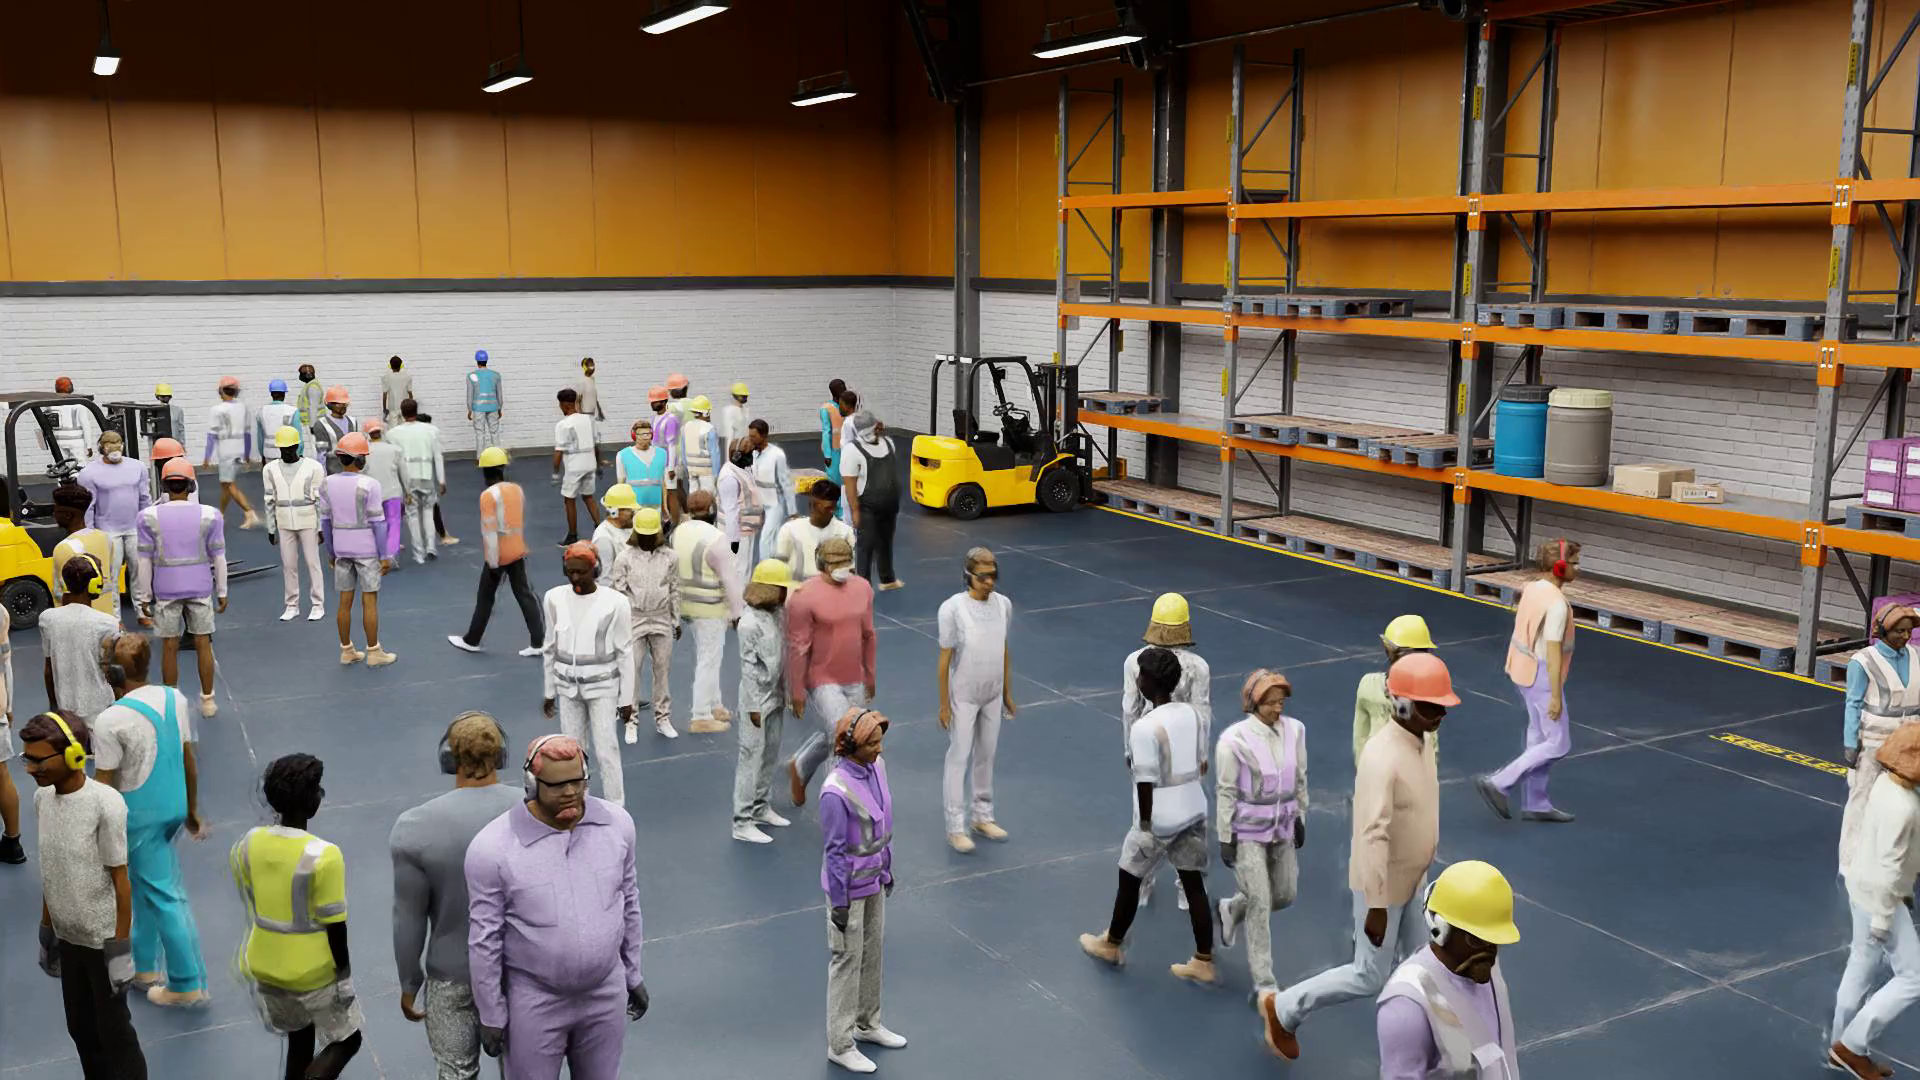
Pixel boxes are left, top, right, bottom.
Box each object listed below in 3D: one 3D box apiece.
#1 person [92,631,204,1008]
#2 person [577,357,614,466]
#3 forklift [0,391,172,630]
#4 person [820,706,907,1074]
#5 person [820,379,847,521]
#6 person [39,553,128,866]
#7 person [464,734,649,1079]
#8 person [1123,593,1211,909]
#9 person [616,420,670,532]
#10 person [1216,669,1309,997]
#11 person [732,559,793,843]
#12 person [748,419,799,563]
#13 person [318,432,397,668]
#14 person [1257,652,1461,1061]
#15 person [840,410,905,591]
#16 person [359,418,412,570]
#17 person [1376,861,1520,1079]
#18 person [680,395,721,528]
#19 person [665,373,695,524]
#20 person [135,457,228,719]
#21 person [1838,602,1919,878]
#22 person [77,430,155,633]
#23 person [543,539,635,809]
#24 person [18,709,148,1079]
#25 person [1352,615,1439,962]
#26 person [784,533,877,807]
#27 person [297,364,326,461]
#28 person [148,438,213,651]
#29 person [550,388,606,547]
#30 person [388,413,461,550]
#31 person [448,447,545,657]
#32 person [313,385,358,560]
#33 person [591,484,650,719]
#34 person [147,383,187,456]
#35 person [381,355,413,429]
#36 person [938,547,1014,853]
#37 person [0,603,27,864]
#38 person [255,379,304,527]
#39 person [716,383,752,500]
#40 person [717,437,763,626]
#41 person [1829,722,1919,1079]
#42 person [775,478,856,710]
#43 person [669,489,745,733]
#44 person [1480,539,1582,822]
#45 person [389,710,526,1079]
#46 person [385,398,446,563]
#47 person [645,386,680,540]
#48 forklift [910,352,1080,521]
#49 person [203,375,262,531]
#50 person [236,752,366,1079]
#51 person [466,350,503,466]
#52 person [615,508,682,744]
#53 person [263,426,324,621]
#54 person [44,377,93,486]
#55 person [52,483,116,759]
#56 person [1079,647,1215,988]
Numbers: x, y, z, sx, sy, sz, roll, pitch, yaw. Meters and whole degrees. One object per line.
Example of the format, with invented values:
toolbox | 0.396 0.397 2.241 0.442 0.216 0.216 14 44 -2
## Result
person | -3.941 1.324 7.865 0.754 1.818 0.528 2 10 13
person | -6.260 -2.150 27.832 0.899 1.842 0.512 2 10 10
forklift | -9.026 -0.363 16.508 1.214 2.155 2.313 6 11 29
person | -0.449 1.519 7.299 0.324 1.631 0.522 4 11 21
person | -1.627 -1.165 21.915 0.382 1.921 0.597 5 11 26
person | -5.037 1.003 9.617 0.510 1.861 0.324 1 10 8
person | -1.410 1.617 5.944 0.652 1.905 0.408 -7 12 -36
person | 1.136 1.148 9.107 0.484 1.745 0.307 4 11 23
person | -3.316 -0.340 17.379 0.570 1.843 0.372 -7 12 -37
person | 1.428 1.395 8.043 0.534 1.612 0.660 -5 11 -29
person | -1.194 0.969 10.185 0.361 1.733 0.484 4 11 23
person | -1.937 -0.361 17.521 0.856 1.859 0.611 -7 12 -33
person | -5.186 0.090 14.339 0.613 2.043 0.374 3 10 16
person | 1.729 1.405 7.025 0.828 1.963 0.652 7 12 35
person | -0.809 -0.421 17.289 0.535 2.000 0.903 8 13 39
person | -6.540 -0.520 18.840 0.599 1.716 0.788 -3 10 -17
person | 1.459 1.827 4.965 0.404 1.825 0.587 8 13 40
person | -3.134 -0.849 20.337 0.592 1.836 0.404 7 12 36
person | -3.490 -1.132 21.434 0.529 2.035 0.785 7 12 33
person | -5.936 0.378 12.730 0.613 2.031 0.403 -5 11 -27
person | 5.219 1.150 9.420 0.529 1.631 0.312 -3 10 -15
person | -7.917 -0.080 15.661 0.381 1.927 0.641 9 13 42
person | -2.247 0.922 10.027 0.587 1.881 0.392 3 10 15
person | -3.393 1.559 6.444 0.524 1.854 0.345 5 11 28
person | 2.223 1.249 8.471 0.330 1.765 0.526 -6 11 -31
person | -0.834 0.866 10.317 0.641 1.901 0.916 -10 14 -44
person | -10.132 -1.830 26.007 0.429 1.837 0.629 -4 11 -21
person | -7.040 0.039 14.979 0.387 1.928 0.549 -1 10 -4
person | -4.585 -0.862 20.085 0.672 1.949 0.728 6 12 33
person | -6.553 -0.701 20.034 0.914 1.647 0.539 -9 13 -40
person | -4.079 0.109 14.717 1.005 1.867 0.614 4 11 20
person | -7.178 -0.775 19.315 0.373 2.043 0.615 5 11 24
person | -2.621 0.468 12.810 0.403 1.821 0.601 1 10 6
person | -11.037 -1.304 23.163 0.308 1.769 0.524 8 13 40
person | -9.321 -2.127 27.597 0.521 1.873 0.335 -4 10 -20
person | 0.096 0.942 10.004 0.515 1.843 0.331 -7 12 -34
person | -5.706 0.984 9.542 0.393 1.925 0.555 4 11 22
person | -8.821 -1.123 21.633 0.605 1.939 0.416 1 10 6
person | -3.188 -1.370 23.594 0.735 1.743 0.526 6 12 32
person | -2.103 -0.076 15.923 0.429 1.830 0.639 1 10 5
person | 3.969 1.555 7.119 0.370 1.616 0.510 4 11 20
person | -1.101 0.452 12.723 0.614 1.874 1.077 -6 11 -29
person | -1.896 0.533 12.463 0.431 1.819 0.700 -7 12 -36
person | 3.589 0.891 10.346 0.525 1.826 0.584 0 10 2
person | -1.751 1.576 6.121 0.636 1.931 0.377 -5 11 -27
person | -6.295 -0.684 19.237 0.632 1.891 0.496 -4 11 -22
person | -3.723 -0.964 20.753 0.402 1.928 0.545 -7 12 -35
forklift | 0.460 -1.461 22.833 2.313 2.155 1.214 -5 11 -28
person | -9.426 -1.111 21.394 0.824 2.004 0.637 2 10 13
person | -2.567 1.651 6.405 0.540 1.677 0.424 5 11 26
person | -7.931 -2.195 27.761 0.605 1.951 0.384 -7 12 -33
person | -2.269 0.620 12.177 0.486 1.735 0.322 -5 11 -25
person | -6.445 -0.157 16.138 0.581 1.919 0.399 -1 10 -3
person | -12.160 -1.289 22.734 0.575 1.884 0.355 -1 10 -4
person | -6.209 0.571 11.787 0.367 1.967 0.607 0 10 -1
person | 0.944 1.345 8.206 0.800 1.654 0.545 9 14 43
